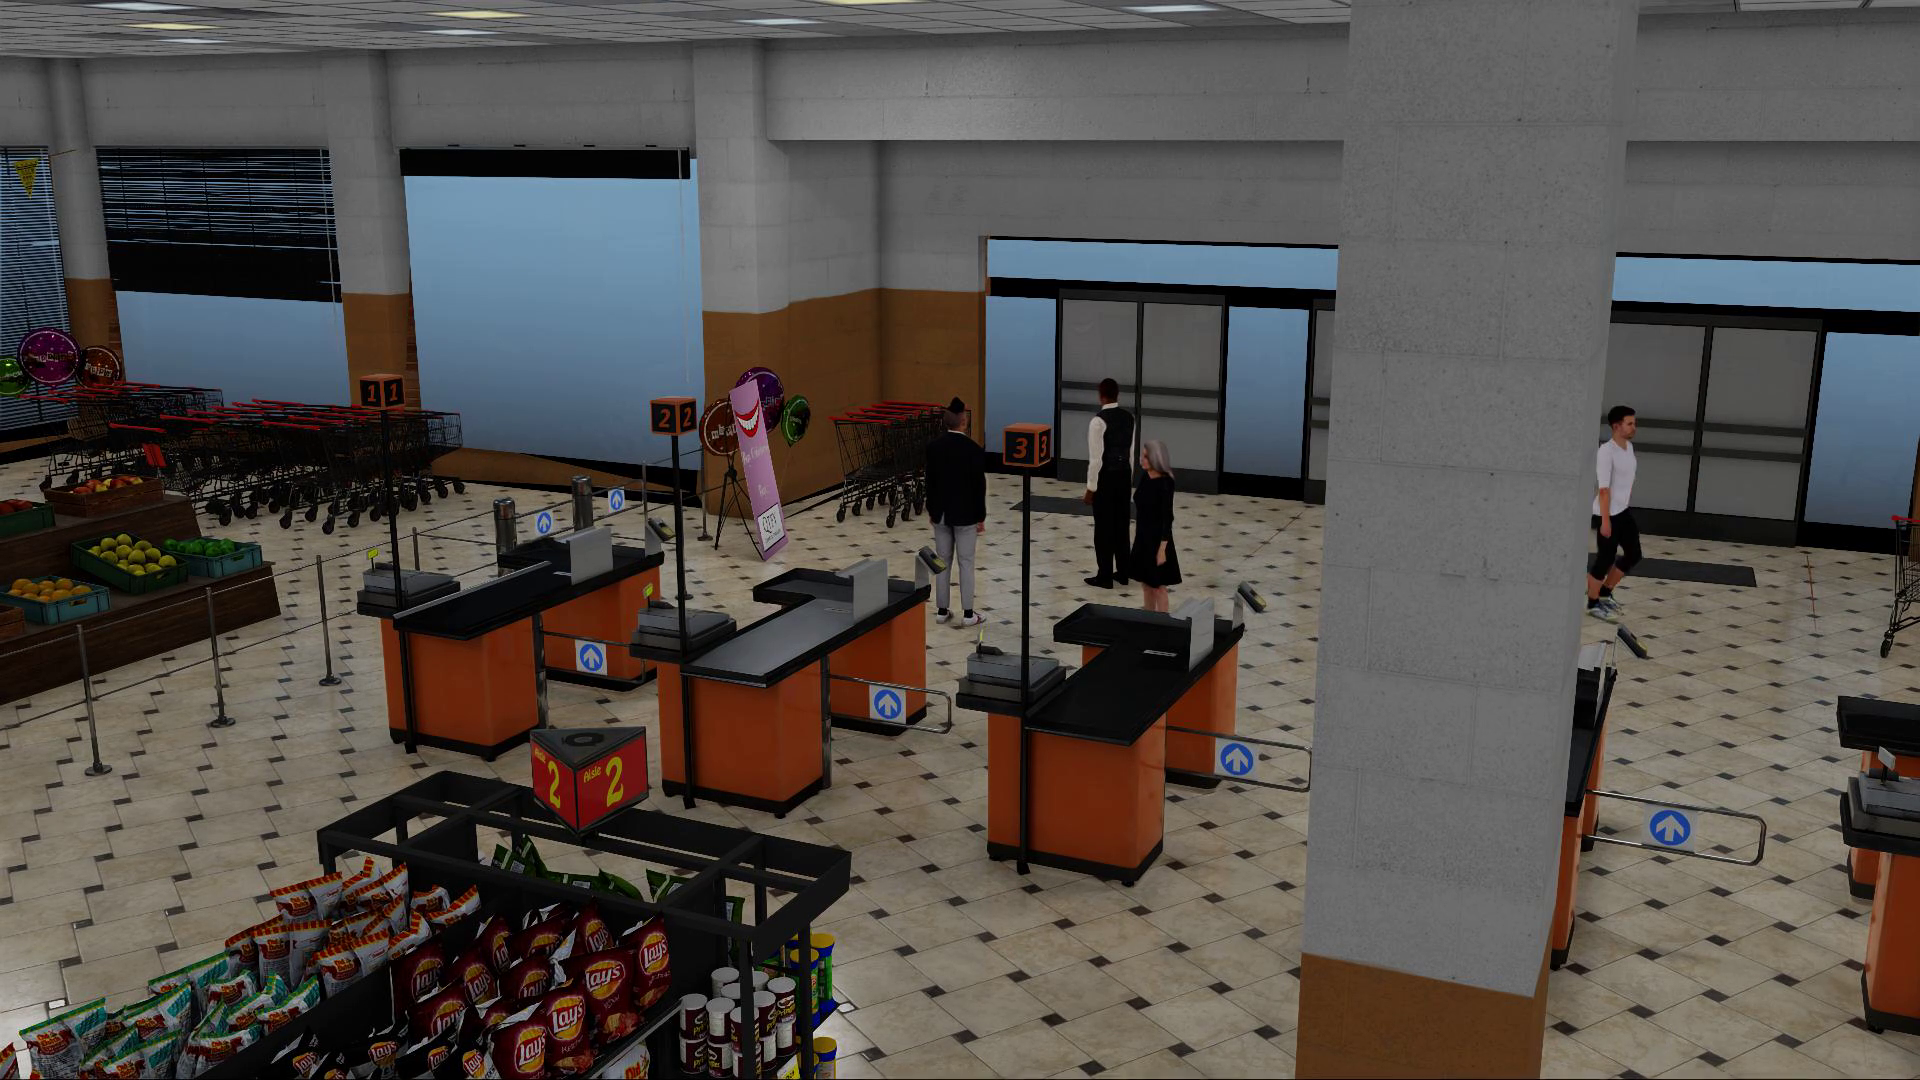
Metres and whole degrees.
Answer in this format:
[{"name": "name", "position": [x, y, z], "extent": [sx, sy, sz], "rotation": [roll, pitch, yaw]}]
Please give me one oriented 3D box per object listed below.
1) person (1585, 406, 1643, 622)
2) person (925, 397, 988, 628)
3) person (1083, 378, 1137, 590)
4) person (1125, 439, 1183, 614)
[{"name": "person", "position": [5.489, -0.241, 14.193], "extent": [0.705, 1.839, 0.852], "rotation": [-12, 18, -41]}, {"name": "person", "position": [-0.043, -0.249, 13.993], "extent": [0.691, 1.948, 0.580], "rotation": [7, 15, 26]}, {"name": "person", "position": [1.380, -0.522, 15.182], "extent": [0.713, 1.918, 0.840], "rotation": [-9, 16, -34]}, {"name": "person", "position": [1.524, 0.059, 13.152], "extent": [0.752, 1.747, 0.702], "rotation": [-6, 15, -23]}]
